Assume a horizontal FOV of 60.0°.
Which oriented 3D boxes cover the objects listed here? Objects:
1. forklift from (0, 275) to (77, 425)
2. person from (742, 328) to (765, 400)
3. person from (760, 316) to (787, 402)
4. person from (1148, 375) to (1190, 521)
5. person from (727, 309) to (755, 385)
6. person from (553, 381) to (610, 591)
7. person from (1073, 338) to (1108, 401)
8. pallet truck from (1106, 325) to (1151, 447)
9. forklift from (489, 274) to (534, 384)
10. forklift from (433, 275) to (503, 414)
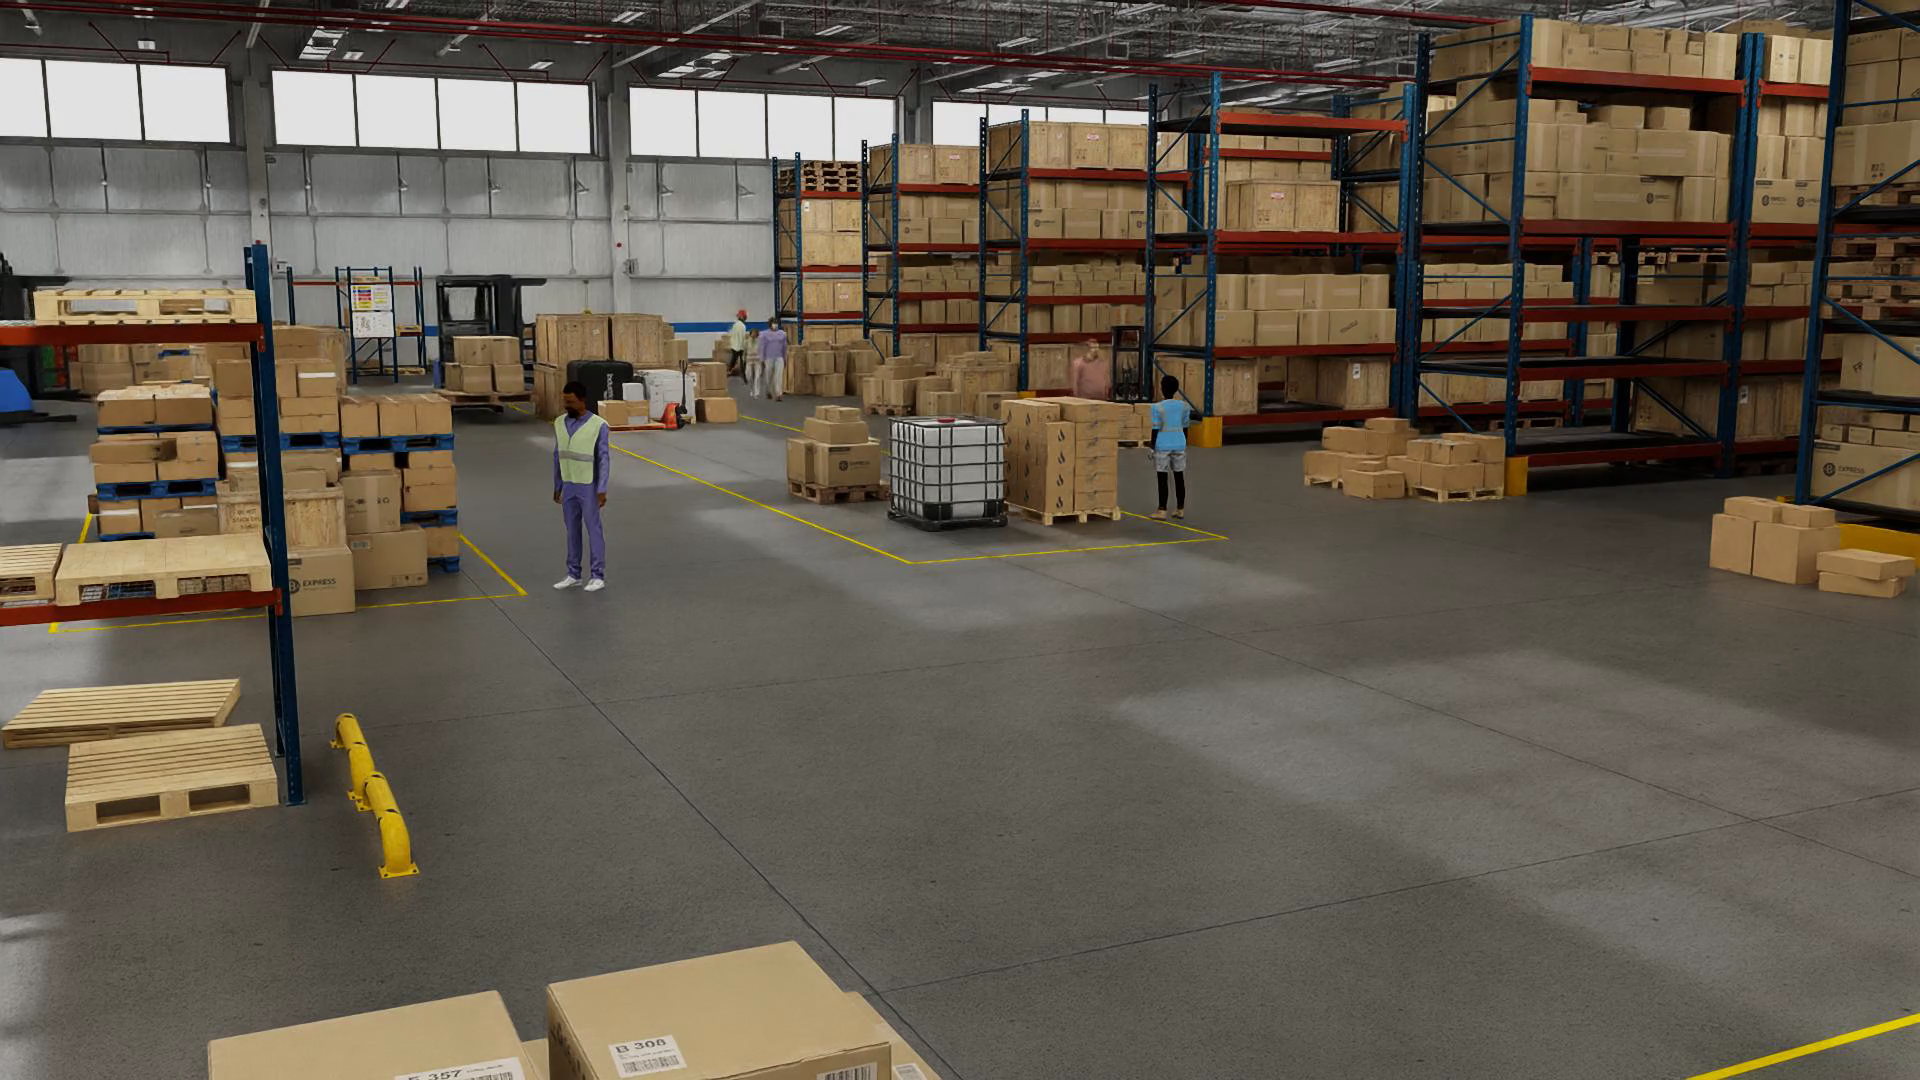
[{"bbox_3d":[-17.859,-3.549,31.106,1.129,2.768,1.873,6,11,33],"label":"forklift"},{"bbox_3d":[-4.694,-4.013,37.851,0.549,1.621,0.534,0,9,1],"label":"person"},{"bbox_3d":[-4.195,-4.080,37.416,0.635,1.906,0.973,-3,10,-17],"label":"person"},{"bbox_3d":[2.431,-1.067,19.369,0.533,1.697,0.319,-4,10,-25],"label":"person"},{"bbox_3d":[-5.708,-4.914,42.442,0.917,1.957,0.637,-7,11,-36],"label":"person"},{"bbox_3d":[-3.445,-0.494,15.143,0.587,1.914,0.392,4,10,25],"label":"person"},{"bbox_3d":[1.997,-2.151,25.501,0.649,1.890,0.565,-5,10,-28],"label":"person"},{"bbox_3d":[2.881,-2.596,27.923,0.823,1.965,1.885,-1,9,-7],"label":"pallet truck"},{"bbox_3d":[-11.612,-5.349,42.275,1.873,2.768,1.129,-4,10,-25],"label":"forklift"},{"bbox_3d":[-10.197,-4.041,34.161,1.129,2.768,1.873,-4,10,-25],"label":"forklift"}]
